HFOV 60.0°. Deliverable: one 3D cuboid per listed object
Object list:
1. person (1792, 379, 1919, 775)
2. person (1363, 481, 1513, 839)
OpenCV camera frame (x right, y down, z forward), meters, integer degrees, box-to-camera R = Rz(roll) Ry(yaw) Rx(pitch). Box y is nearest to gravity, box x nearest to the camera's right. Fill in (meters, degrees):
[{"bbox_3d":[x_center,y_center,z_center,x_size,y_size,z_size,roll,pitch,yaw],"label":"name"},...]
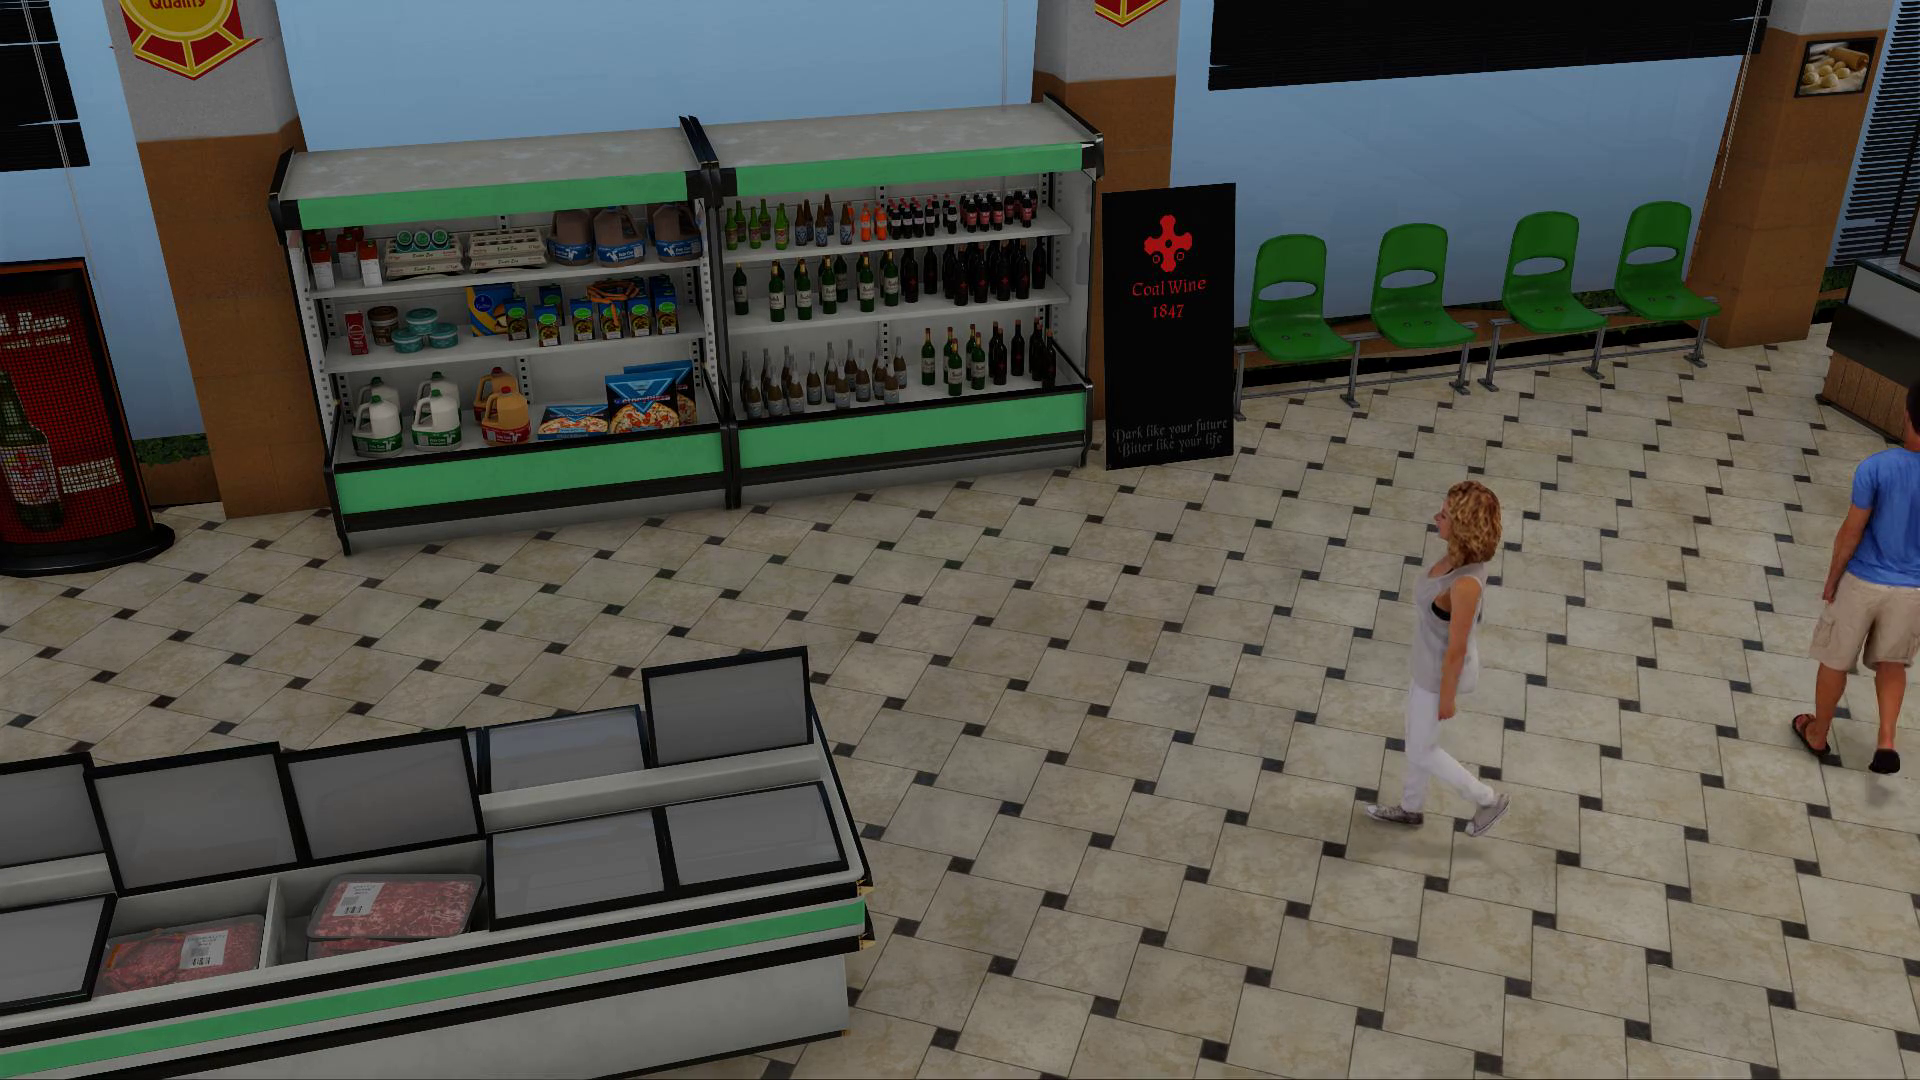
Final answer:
[{"bbox_3d":[4.035,0.223,7.194,0.937,1.846,0.918,5,29,9],"label":"person"},{"bbox_3d":[2.053,0.535,6.820,0.938,1.658,0.830,9,30,16],"label":"person"}]
